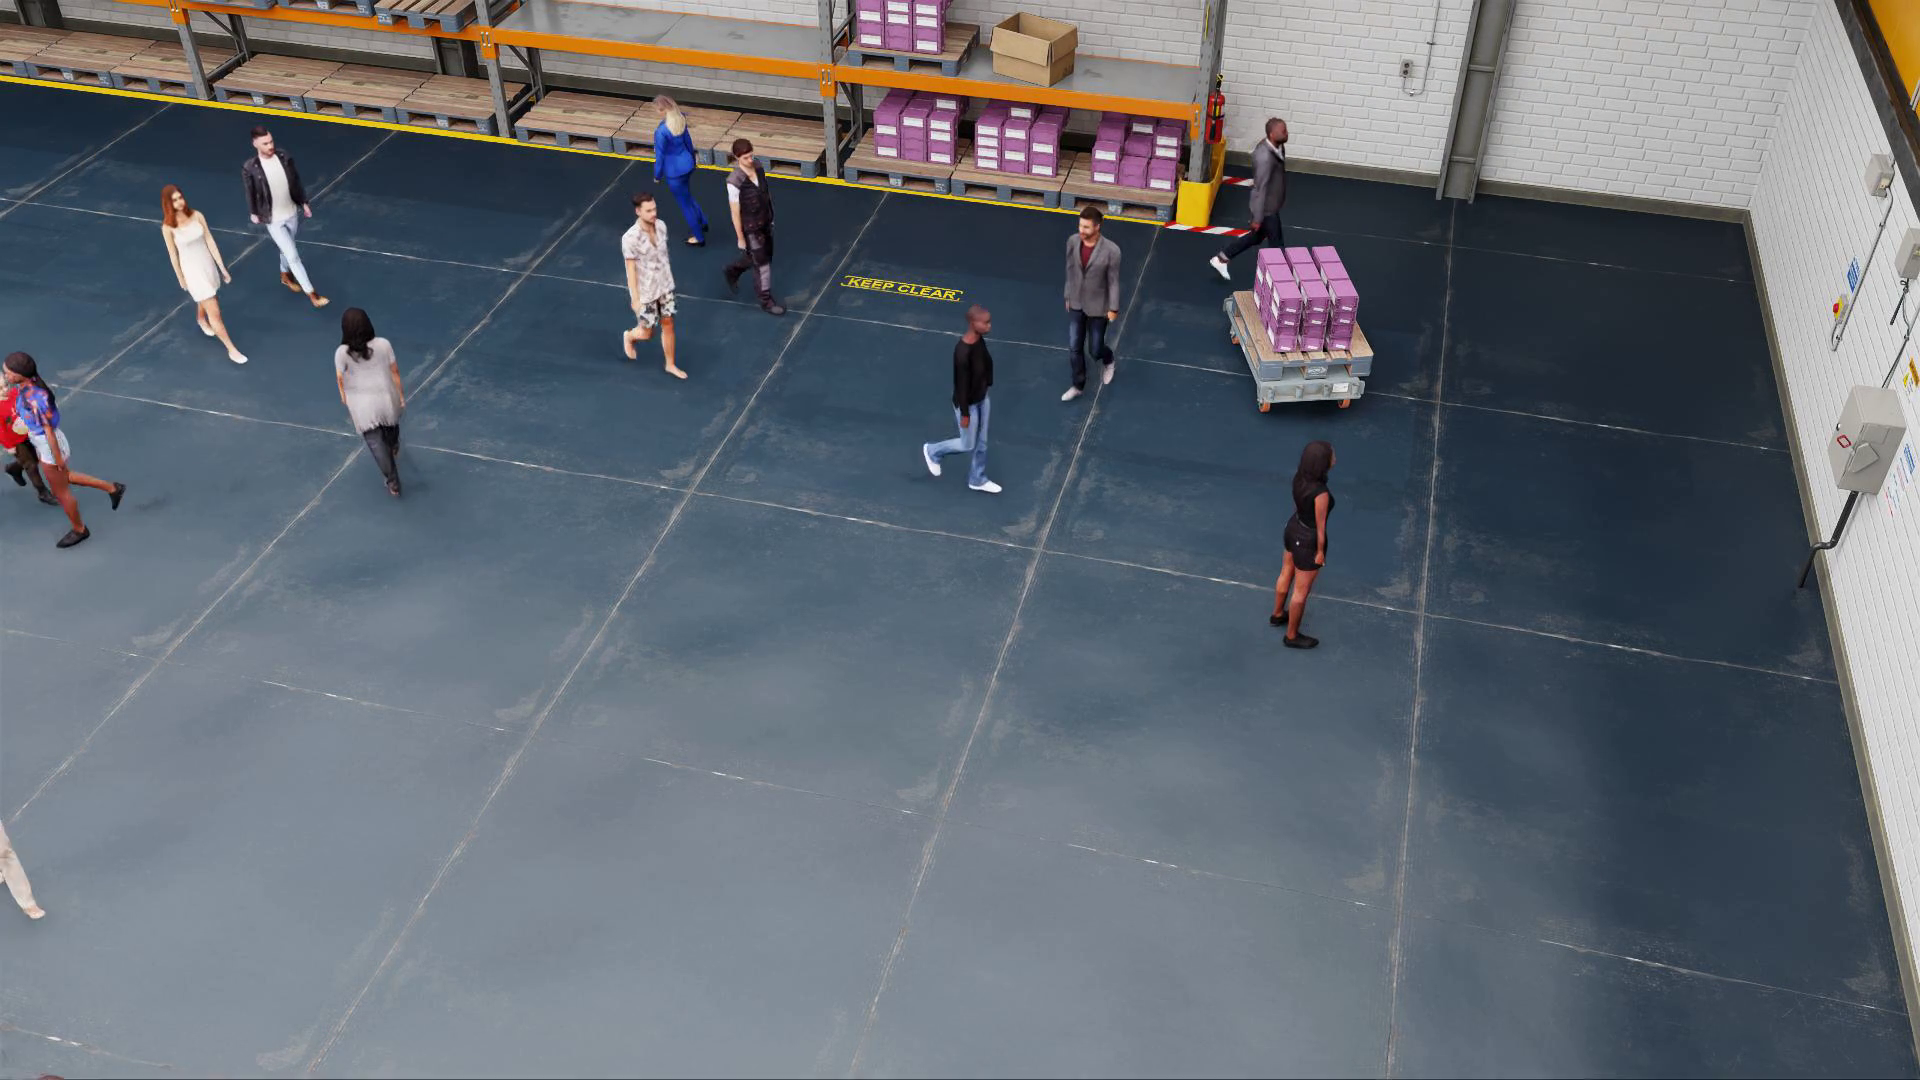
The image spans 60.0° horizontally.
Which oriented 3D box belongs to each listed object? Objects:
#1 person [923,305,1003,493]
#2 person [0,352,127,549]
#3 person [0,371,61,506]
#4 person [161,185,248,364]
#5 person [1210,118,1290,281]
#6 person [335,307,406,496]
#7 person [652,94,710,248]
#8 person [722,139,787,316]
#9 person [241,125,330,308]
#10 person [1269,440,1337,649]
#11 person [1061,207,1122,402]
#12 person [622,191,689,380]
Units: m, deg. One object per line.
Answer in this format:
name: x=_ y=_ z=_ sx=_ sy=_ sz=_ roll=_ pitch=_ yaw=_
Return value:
person: x=0.014 y=-1.132 z=13.460 sx=0.942 sy=1.732 sz=0.677 roll=14 pitch=41 yaw=17
person: x=-7.002 y=-0.754 z=12.990 sx=0.933 sy=1.728 sz=0.915 roll=-26 pitch=45 yaw=-28
person: x=-7.675 y=-0.834 z=13.461 sx=0.749 sy=1.266 sz=0.497 roll=7 pitch=39 yaw=8
person: x=-6.983 y=-2.484 z=15.202 sx=1.228 sy=1.671 sz=0.900 roll=28 pitch=46 yaw=31
person: x=2.858 y=-3.216 z=16.025 sx=1.112 sy=1.788 sz=0.751 roll=11 pitch=40 yaw=13
person: x=-4.769 y=-1.104 z=13.556 sx=1.019 sy=1.569 sz=1.108 roll=-22 pitch=44 yaw=-25
person: x=-2.741 y=-3.649 z=16.660 sx=0.654 sy=1.672 sz=0.705 roll=18 pitch=42 yaw=22
person: x=-2.022 y=-2.981 z=15.702 sx=1.031 sy=1.823 sz=0.812 roll=18 pitch=42 yaw=21
person: x=-6.545 y=-3.127 z=15.905 sx=1.230 sy=1.799 sz=0.969 roll=27 pitch=46 yaw=30
person: x=2.492 y=0.008 z=12.026 sx=0.666 sy=1.741 sz=0.670 roll=-9 pitch=39 yaw=-11
person: x=1.173 y=-2.081 z=14.550 sx=0.925 sy=1.855 sz=0.920 roll=23 pitch=44 yaw=26
person: x=-2.814 y=-2.286 z=14.852 sx=1.057 sy=1.799 sz=0.914 roll=28 pitch=46 yaw=31
